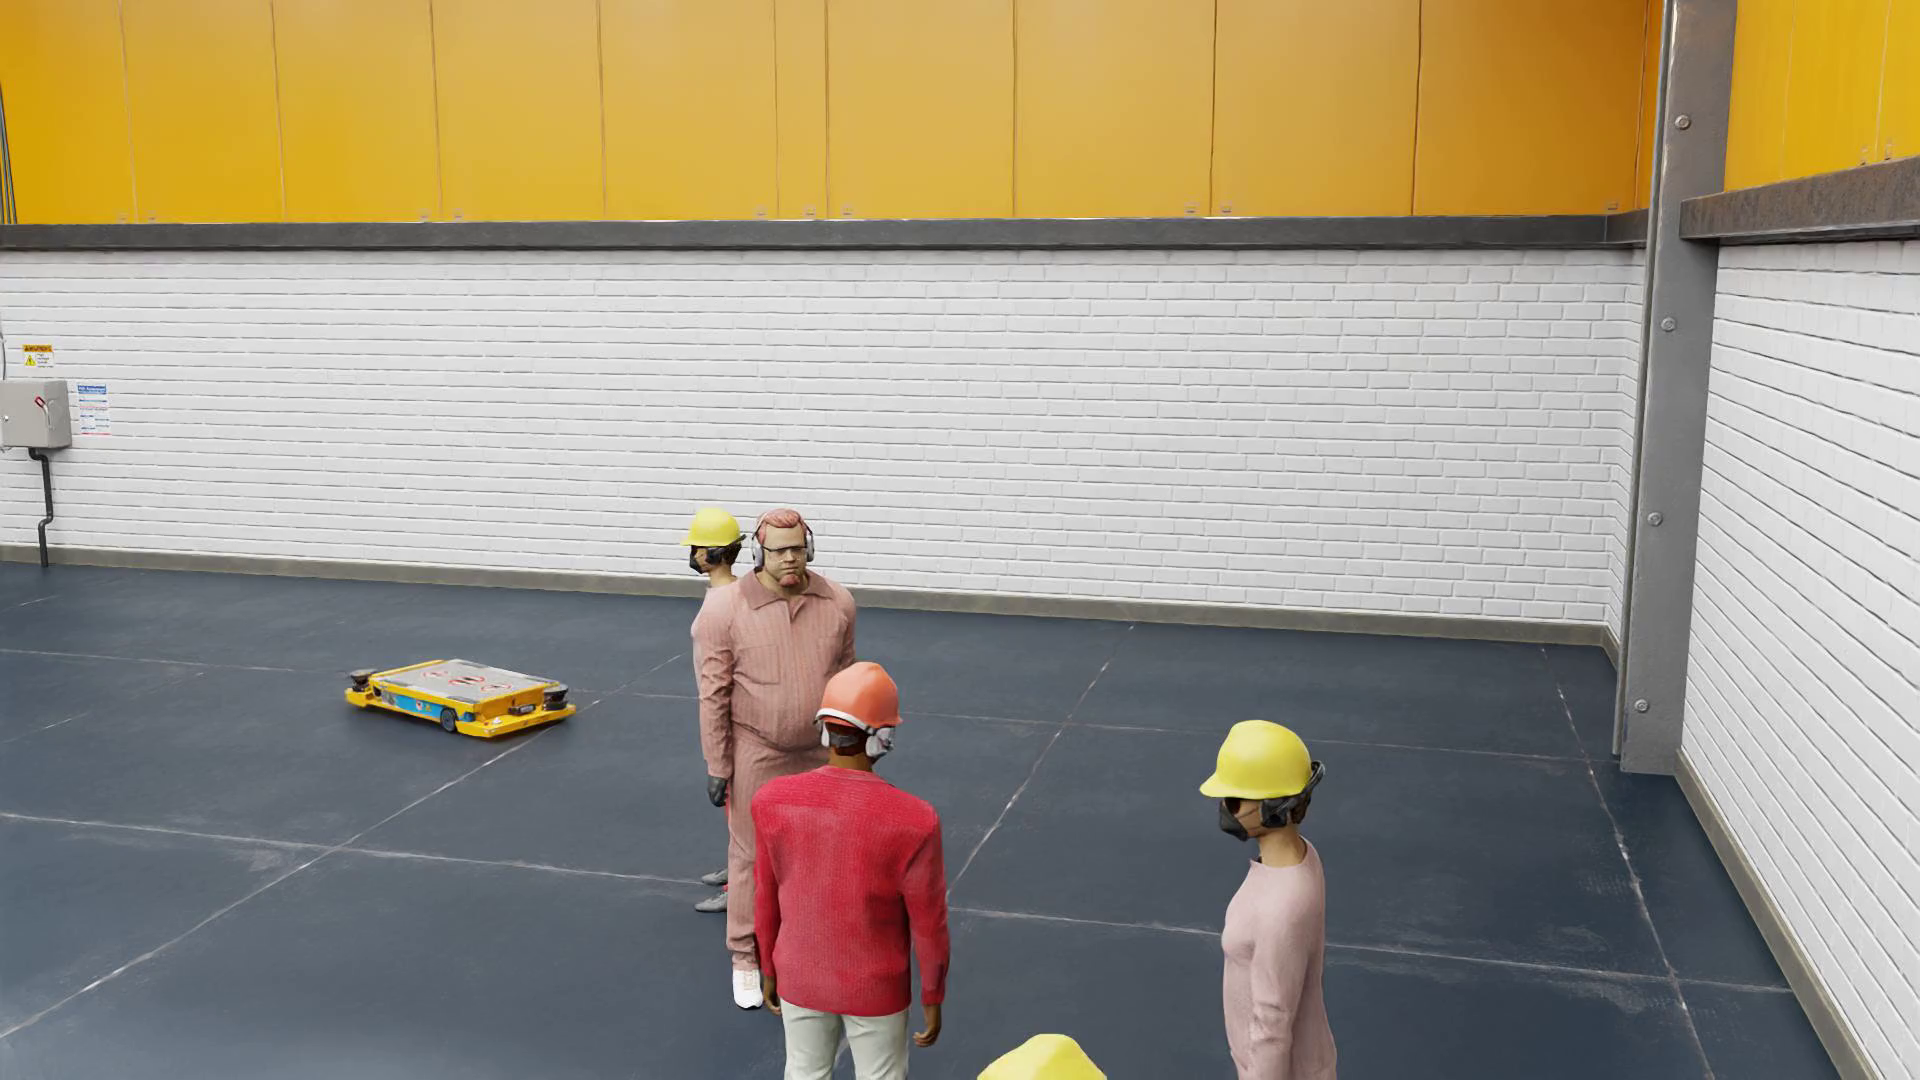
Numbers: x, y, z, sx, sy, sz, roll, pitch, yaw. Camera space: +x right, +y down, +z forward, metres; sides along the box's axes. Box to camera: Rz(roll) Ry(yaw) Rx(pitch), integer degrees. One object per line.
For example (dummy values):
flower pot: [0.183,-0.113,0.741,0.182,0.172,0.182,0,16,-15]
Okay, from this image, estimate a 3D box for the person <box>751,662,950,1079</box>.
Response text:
person: [-0.296,1.195,4.623,0.575,1.738,0.354,3,10,17]

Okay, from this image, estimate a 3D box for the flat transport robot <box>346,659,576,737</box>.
flat transport robot: [-3.120,0.956,10.346,1.431,0.197,0.652,7,12,36]

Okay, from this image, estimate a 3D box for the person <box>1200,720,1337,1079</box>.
person: [0.733,1.291,4.006,0.341,1.761,0.526,2,10,13]

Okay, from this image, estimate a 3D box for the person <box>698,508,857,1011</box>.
person: [-0.661,0.819,6.344,0.652,1.906,0.404,-5,11,-27]

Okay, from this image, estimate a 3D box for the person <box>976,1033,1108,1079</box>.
person: [0.074,1.561,2.364,0.595,1.778,0.915,4,10,23]

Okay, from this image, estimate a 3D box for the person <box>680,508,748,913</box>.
person: [-1.037,0.736,7.246,0.324,1.769,0.523,0,10,0]
